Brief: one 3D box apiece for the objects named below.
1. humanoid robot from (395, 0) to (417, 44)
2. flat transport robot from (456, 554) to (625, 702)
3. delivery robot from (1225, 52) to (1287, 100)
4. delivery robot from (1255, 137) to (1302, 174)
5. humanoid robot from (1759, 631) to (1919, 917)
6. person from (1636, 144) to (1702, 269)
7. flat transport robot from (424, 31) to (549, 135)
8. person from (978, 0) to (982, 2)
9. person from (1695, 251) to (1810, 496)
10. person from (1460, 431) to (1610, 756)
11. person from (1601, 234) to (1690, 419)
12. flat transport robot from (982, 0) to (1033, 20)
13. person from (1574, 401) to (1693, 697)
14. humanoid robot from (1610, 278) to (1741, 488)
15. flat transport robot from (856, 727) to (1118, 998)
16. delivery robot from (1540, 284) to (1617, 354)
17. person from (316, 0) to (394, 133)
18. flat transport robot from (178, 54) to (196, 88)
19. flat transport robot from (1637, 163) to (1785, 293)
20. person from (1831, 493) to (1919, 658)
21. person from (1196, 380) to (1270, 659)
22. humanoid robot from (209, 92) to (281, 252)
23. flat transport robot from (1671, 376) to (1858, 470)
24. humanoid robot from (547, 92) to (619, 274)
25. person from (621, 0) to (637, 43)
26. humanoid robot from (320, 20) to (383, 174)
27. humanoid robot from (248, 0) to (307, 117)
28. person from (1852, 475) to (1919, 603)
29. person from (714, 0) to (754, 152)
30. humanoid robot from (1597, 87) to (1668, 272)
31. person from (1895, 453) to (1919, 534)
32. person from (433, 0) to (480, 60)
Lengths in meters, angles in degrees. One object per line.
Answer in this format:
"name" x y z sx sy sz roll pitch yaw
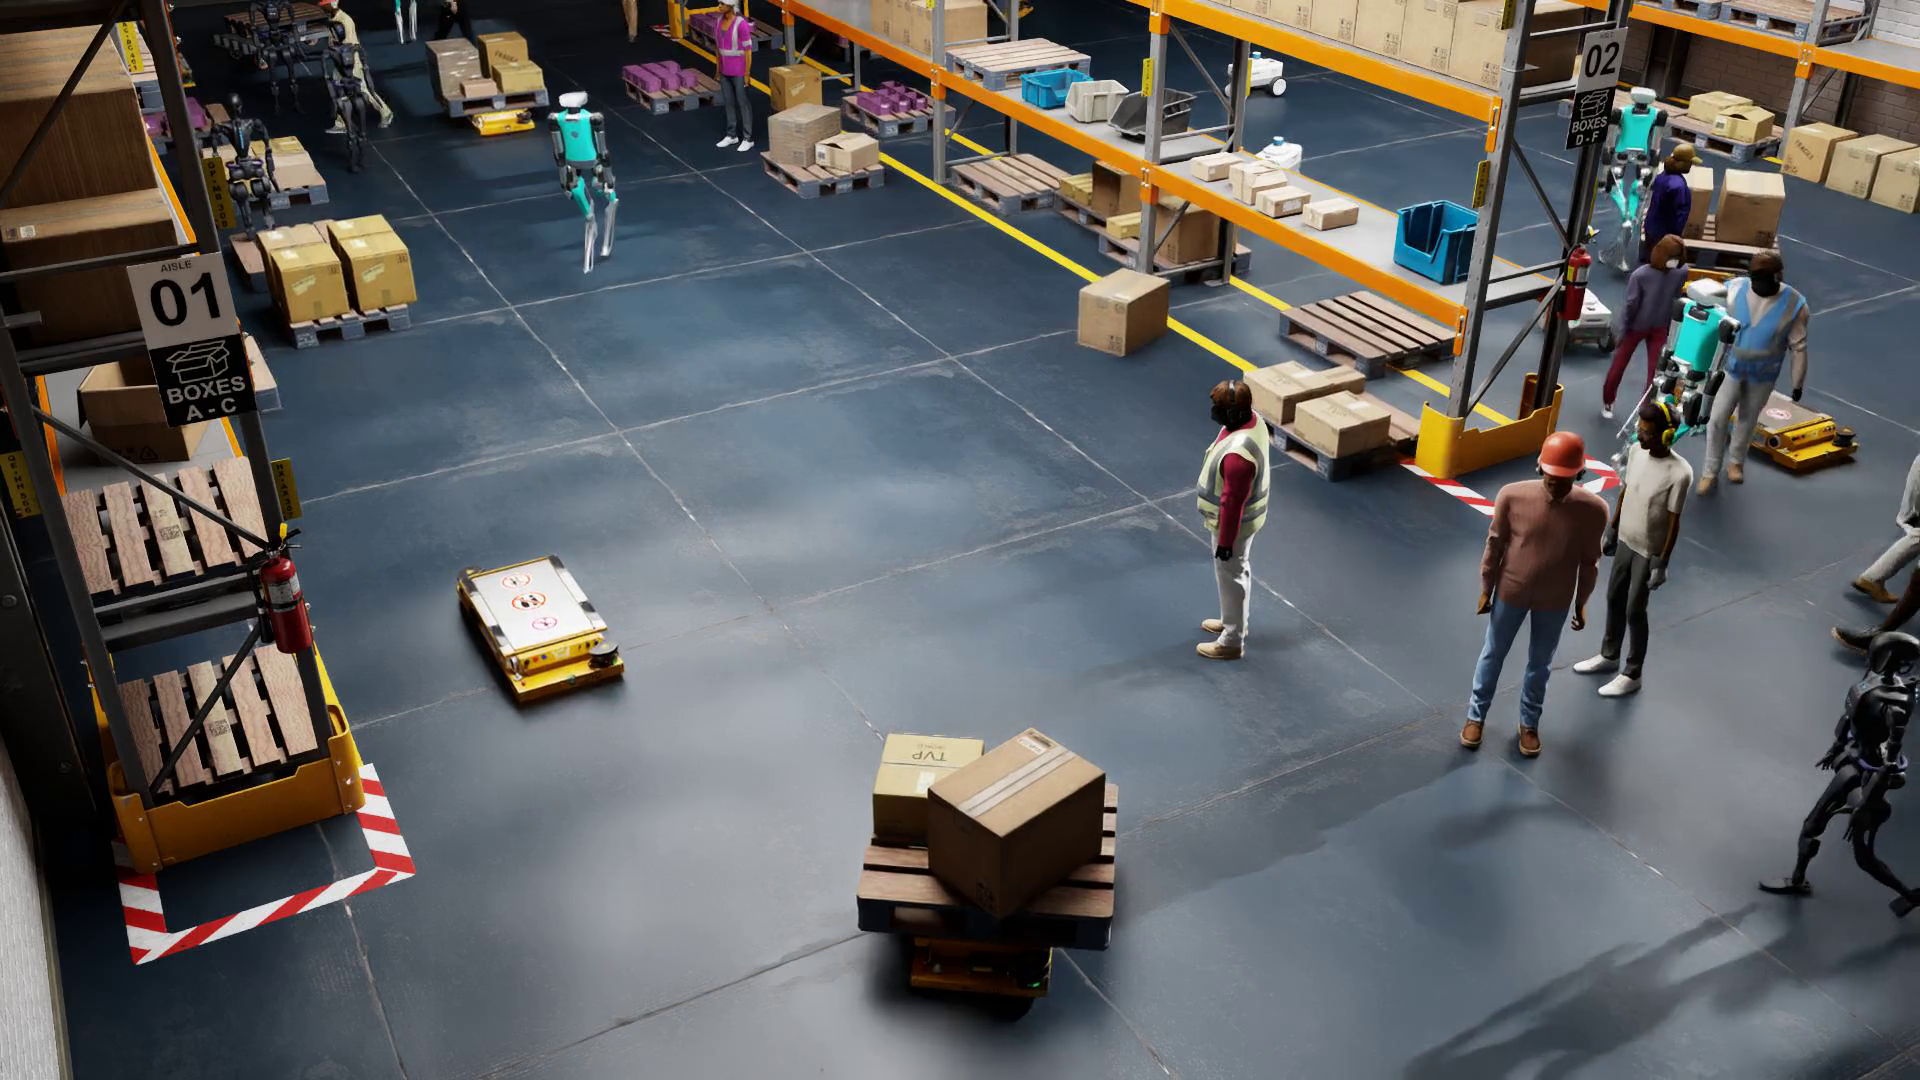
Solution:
"humanoid robot" -8.041 -8.003 23.970 0.541 1.877 0.746 -11 32 -19
"flat transport robot" -2.679 0.514 10.515 0.659 0.231 1.431 -16 33 -25
"delivery robot" 3.834 -6.046 21.620 0.739 0.566 0.499 -16 33 -25
"delivery robot" 3.476 -4.133 18.302 0.499 0.580 0.766 18 34 28
"humanoid robot" 4.469 1.143 8.061 0.744 1.640 0.601 5 30 8
"person" 6.278 -2.728 14.799 0.353 1.619 0.456 0 30 -1
"flat transport robot" -5.811 -5.332 20.691 0.659 0.231 1.431 -14 33 -23
"person" 0.095 -6.805 21.613 0.409 1.906 0.652 -14 33 -23
"person" 5.640 -1.177 11.909 0.721 1.804 0.793 15 33 24
"person" 3.167 0.298 9.161 0.610 1.994 0.390 8 31 14
"person" 5.341 -1.610 12.889 0.525 1.591 0.696 -4 30 -7
"flat transport robot" 0.359 -8.300 25.858 1.431 0.231 0.659 10 31 17
"person" 3.962 0.049 9.740 0.347 1.857 0.522 -9 31 -15
"humanoid robot" 4.850 -0.913 11.513 0.699 1.768 0.536 -13 32 -21
"flat transport robot" 0.171 1.720 8.415 0.659 0.231 1.431 3 30 6
"delivery robot" 5.393 -1.976 14.543 0.499 0.575 0.754 -2 30 -4
"person" -7.352 -5.785 20.030 0.591 1.712 0.828 26 39 37
"flat transport robot" -10.726 -6.291 22.362 0.659 0.231 1.431 -15 33 -25
"flat transport robot" 7.170 -2.680 16.074 0.659 0.231 1.431 11 32 18
"person" 5.996 -0.116 9.974 1.024 1.902 0.651 2 30 4
"person" 1.636 -0.122 10.066 0.430 1.830 0.615 7 31 13
"humanoid robot" -6.924 -3.509 16.105 0.585 1.652 0.349 -17 34 -26
"flat transport robot" 6.252 -0.981 13.118 0.659 0.231 1.431 -14 33 -22
"humanoid robot" -3.551 -3.474 15.999 0.538 1.769 0.906 2 30 4
"person" -4.841 -8.094 24.054 0.566 1.710 0.830 5 30 8
"humanoid robot" -6.812 -4.973 18.653 0.428 1.656 0.601 24 38 36
"humanoid robot" -8.455 -6.118 20.633 0.599 1.657 0.315 -16 33 -25
"person" 6.335 -0.410 10.552 0.897 1.853 0.565 8 31 13
"person" -2.636 -5.456 19.322 0.512 1.846 0.329 21 36 31
"humanoid robot" 6.364 -3.315 15.738 0.531 1.759 0.885 3 30 5
"person" 6.857 -0.930 11.362 0.584 1.930 0.356 -15 33 -25
"person" -6.975 -7.397 22.858 0.907 1.687 0.782 -21 36 -32
